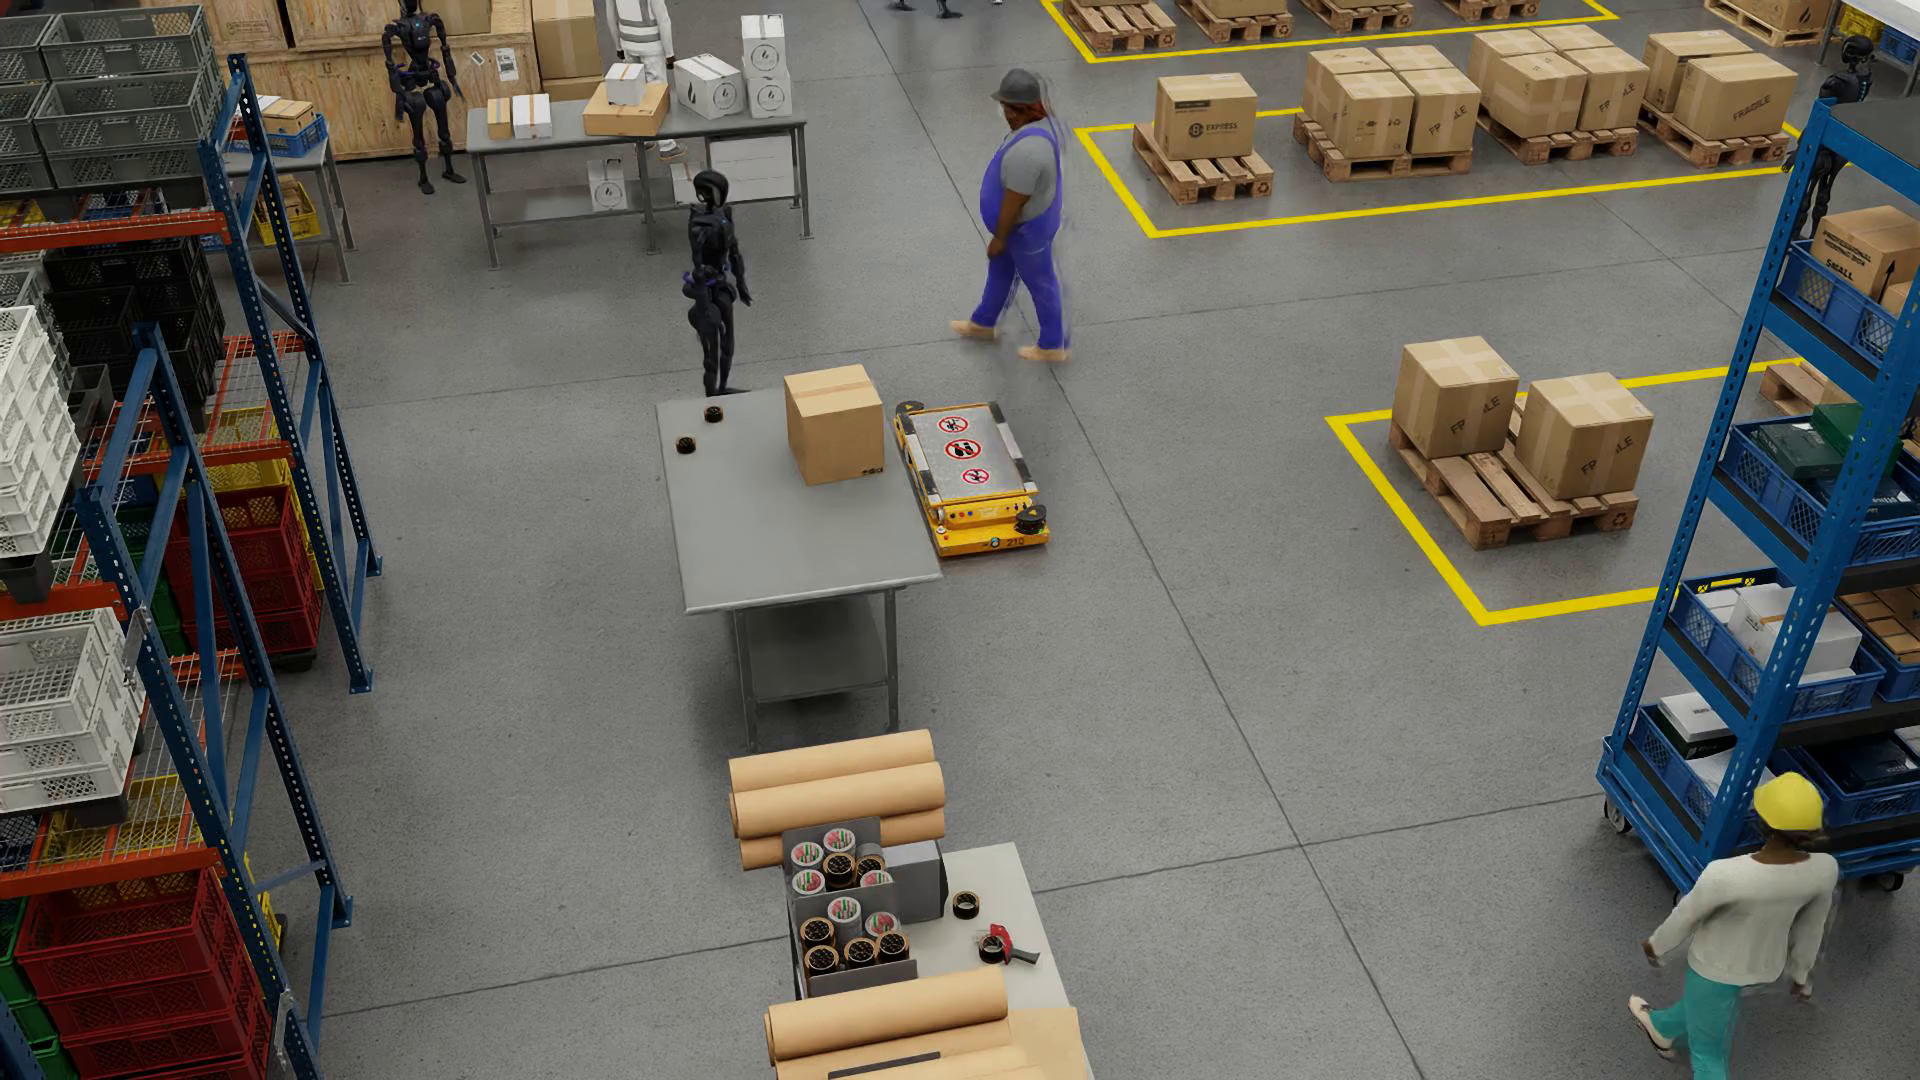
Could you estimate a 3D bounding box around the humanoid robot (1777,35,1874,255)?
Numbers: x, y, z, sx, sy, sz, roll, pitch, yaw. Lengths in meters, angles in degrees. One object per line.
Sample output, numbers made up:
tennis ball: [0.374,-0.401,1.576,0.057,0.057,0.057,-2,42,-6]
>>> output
humanoid robot: [6.387,-2.912,12.276,0.589,1.657,0.327,-19,41,-24]

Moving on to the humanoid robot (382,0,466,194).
humanoid robot: [-4.247,-3.585,13.184,0.581,1.654,0.335,-30,46,-34]

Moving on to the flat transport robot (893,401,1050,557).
flat transport robot: [0.046,-0.430,10.108,0.652,0.197,1.431,-8,37,-10]

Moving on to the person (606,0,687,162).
person: [-2.589,-4.036,13.623,0.573,1.887,0.355,16,39,20]

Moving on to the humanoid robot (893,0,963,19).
humanoid robot: [-0.342,-6.007,16.494,0.782,1.631,0.575,10,38,13]

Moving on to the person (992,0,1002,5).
person: [0.298,-6.454,16.883,0.603,1.884,0.673,9,38,12]

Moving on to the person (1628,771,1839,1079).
person: [2.908,1.573,6.219,0.535,1.723,0.882,-6,37,-8]

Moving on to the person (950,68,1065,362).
person: [0.310,-2.122,10.922,0.927,2.000,0.692,2,37,3]

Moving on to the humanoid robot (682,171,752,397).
humanoid robot: [-1.533,-1.538,10.435,0.321,1.651,0.581,11,38,15]
